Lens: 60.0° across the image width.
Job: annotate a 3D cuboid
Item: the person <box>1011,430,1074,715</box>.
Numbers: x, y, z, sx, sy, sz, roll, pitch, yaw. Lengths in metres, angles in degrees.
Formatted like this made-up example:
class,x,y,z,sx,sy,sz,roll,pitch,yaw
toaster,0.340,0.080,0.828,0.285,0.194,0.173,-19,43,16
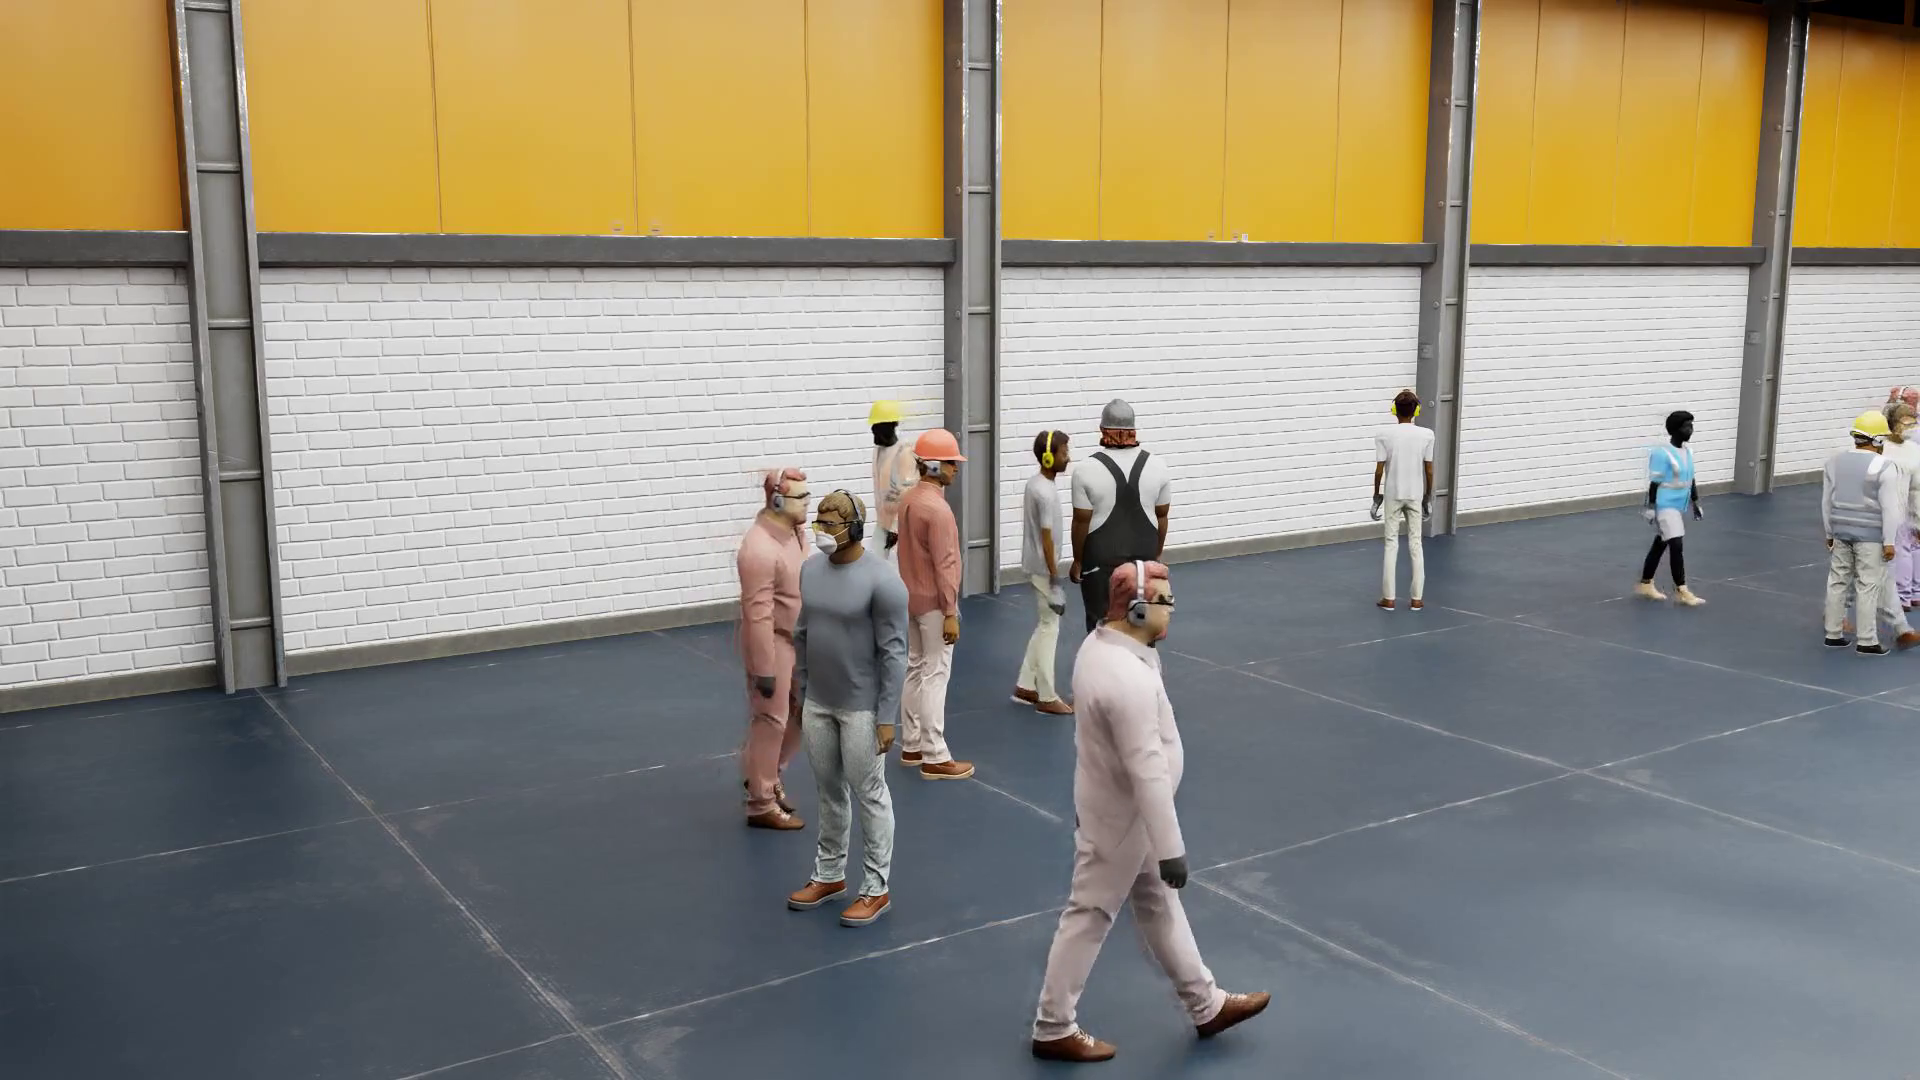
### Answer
class,x,y,z,sx,sy,sz,roll,pitch,yaw
person,0.580,0.207,10.811,0.376,1.878,0.563,-1,9,-3

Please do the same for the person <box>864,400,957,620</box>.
class,x,y,z,sx,sy,sz,roll,pitch,yaw
person,-0.464,-0.164,13.000,0.989,1.883,0.587,-7,12,-36

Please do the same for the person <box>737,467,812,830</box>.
class,x,y,z,sx,sy,sz,roll,pitch,yaw
person,-0.924,0.561,8.547,0.420,1.898,0.695,2,10,12

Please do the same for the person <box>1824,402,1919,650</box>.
class,x,y,z,sx,sy,sz,roll,pitch,yaw
person,7.120,-0.128,12.781,0.635,1.871,1.066,-3,10,-19

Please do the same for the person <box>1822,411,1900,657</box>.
class,x,y,z,sx,sy,sz,roll,pitch,yaw
person,6.740,-0.050,12.431,0.403,1.834,0.587,-4,10,-25

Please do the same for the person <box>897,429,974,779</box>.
class,x,y,z,sx,sy,sz,roll,pitch,yaw
person,-0.154,0.360,9.480,0.382,1.991,0.623,-4,10,-23

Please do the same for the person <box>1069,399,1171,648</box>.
class,x,y,z,sx,sy,sz,roll,pitch,yaw
person,1.025,0.078,11.039,0.674,2.000,0.535,-2,10,-13

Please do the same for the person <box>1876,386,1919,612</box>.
class,x,y,z,sx,sy,sz,roll,pitch,yaw
person,7.971,-0.353,14.104,0.408,1.895,0.662,9,13,43

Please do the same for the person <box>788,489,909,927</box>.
class,x,y,z,sx,sy,sz,roll,pitch,yaw
person,-0.506,0.735,7.389,0.627,1.940,0.372,8,12,39

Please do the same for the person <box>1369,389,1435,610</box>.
class,x,y,z,sx,sy,sz,roll,pitch,yaw
person,3.726,-0.333,14.039,0.521,1.869,0.335,1,9,6

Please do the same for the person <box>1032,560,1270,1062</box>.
class,x,y,z,sx,sy,sz,roll,pitch,yaw
person,0.704,0.997,6.022,0.959,1.857,0.678,0,9,-1

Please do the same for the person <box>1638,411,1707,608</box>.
class,x,y,z,sx,sy,sz,roll,pitch,yaw
person,6.153,-0.263,14.168,0.550,1.662,0.775,-8,12,-39
